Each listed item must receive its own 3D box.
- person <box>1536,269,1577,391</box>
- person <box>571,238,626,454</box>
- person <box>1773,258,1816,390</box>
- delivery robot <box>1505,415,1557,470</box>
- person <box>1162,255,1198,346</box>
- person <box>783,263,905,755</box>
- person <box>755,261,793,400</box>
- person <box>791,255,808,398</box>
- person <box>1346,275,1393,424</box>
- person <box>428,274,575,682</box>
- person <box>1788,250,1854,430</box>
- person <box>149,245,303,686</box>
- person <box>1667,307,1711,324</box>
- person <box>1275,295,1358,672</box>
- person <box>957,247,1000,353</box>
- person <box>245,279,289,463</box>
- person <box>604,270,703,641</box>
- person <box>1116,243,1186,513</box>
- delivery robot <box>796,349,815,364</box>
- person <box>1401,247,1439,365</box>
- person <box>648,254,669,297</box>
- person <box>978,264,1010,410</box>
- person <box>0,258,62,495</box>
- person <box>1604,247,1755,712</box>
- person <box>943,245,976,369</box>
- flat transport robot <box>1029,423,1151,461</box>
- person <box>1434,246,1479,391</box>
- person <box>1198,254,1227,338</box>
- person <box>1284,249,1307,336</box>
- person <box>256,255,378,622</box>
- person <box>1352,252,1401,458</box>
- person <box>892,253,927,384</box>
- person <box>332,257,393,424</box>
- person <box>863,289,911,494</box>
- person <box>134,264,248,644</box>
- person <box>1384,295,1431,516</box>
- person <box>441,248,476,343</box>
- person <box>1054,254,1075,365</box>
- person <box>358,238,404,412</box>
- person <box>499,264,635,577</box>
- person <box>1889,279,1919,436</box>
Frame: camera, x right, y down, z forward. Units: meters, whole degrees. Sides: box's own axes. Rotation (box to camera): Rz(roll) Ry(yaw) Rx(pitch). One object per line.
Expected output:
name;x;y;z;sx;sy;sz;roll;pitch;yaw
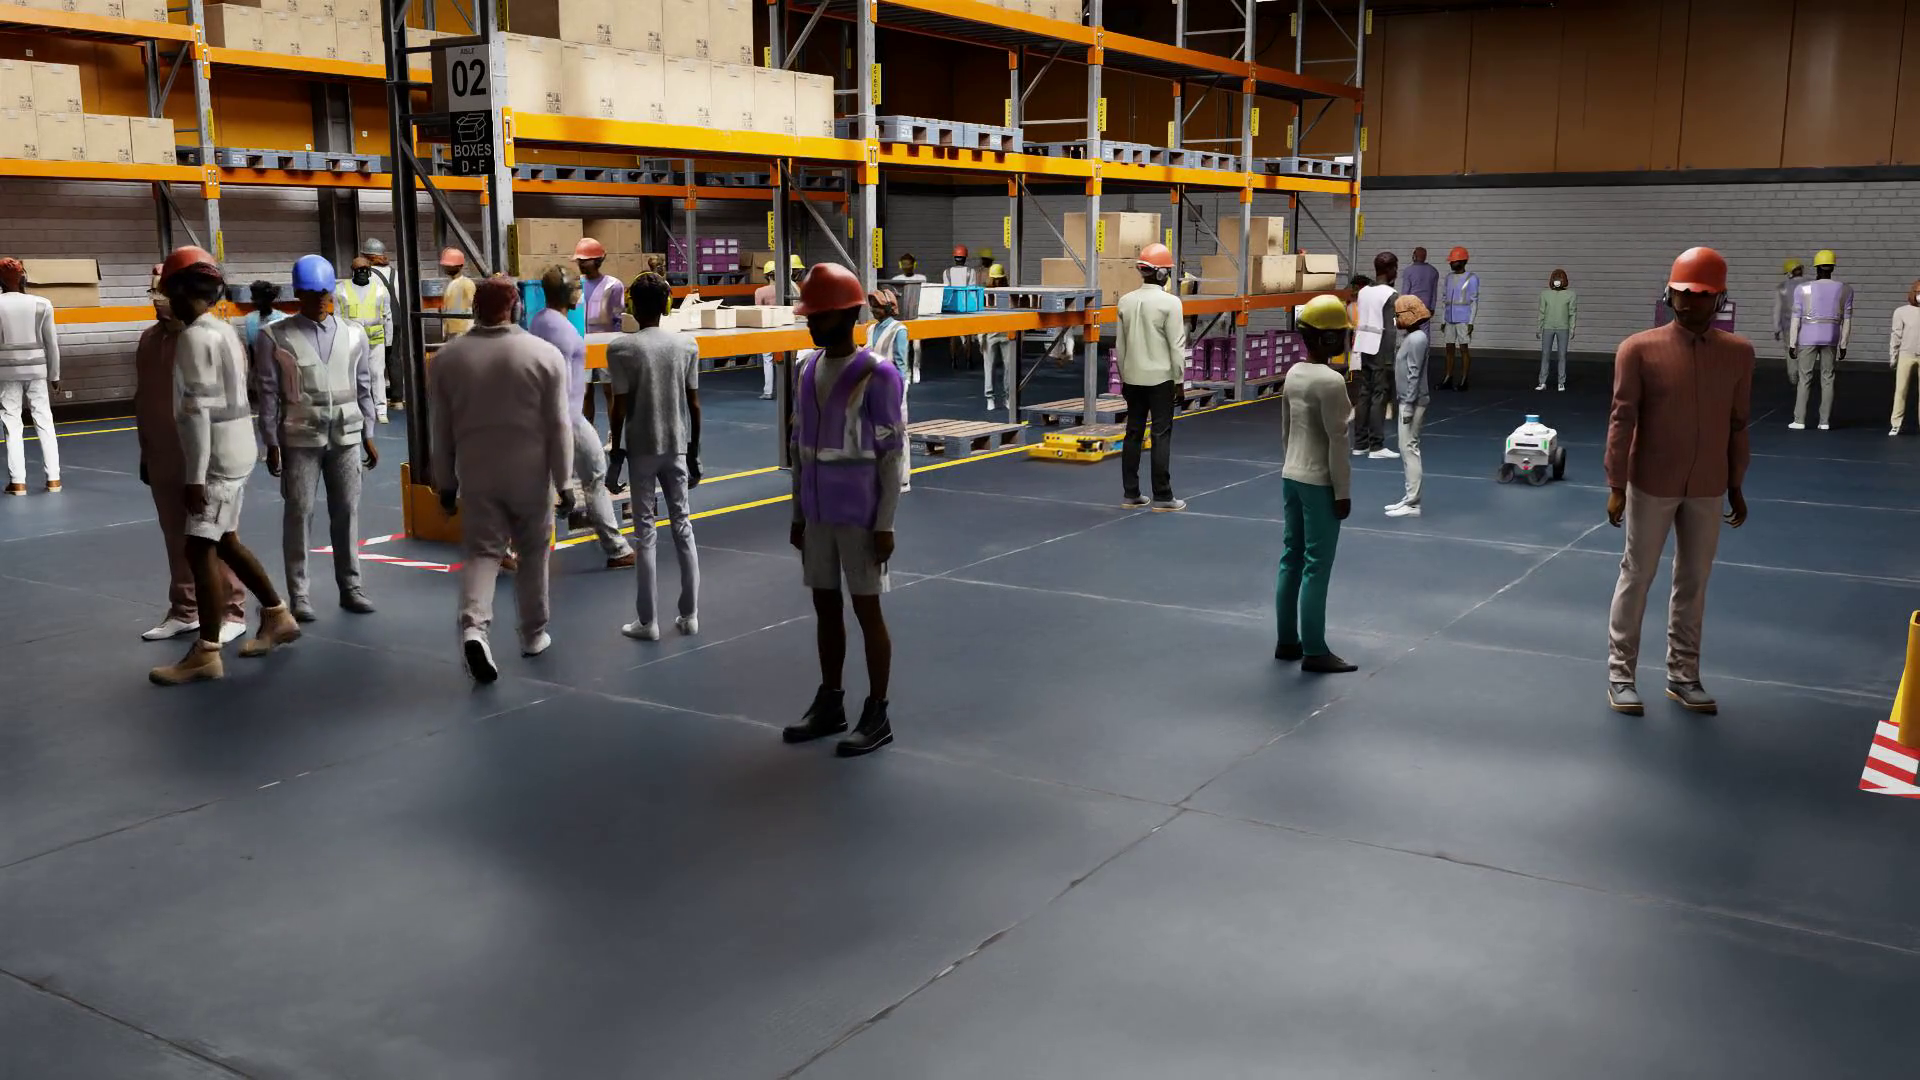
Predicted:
person;8.023;-2.821;22.391;0.508;1.632;0.271;5;11;27
person;-3.454;-1.823;15.735;0.610;2.040;0.394;3;11;18
person;11.240;-2.885;22.320;0.630;1.786;0.616;5;12;28
delivery robot;4.792;-0.804;13.945;0.477;0.478;0.707;5;11;24
person;3.002;-3.053;23.131;0.625;1.836;0.428;0;10;1
person;-0.483;-0.115;6.559;0.551;1.932;0.378;8;13;39
person;-2.372;-2.663;21.185;0.520;1.759;0.348;-6;12;-30
person;-2.165;-2.762;21.510;0.404;1.834;0.591;1;10;5
person;4.586;-2.125;18.514;0.617;1.644;0.863;8;13;39
person;-2.142;-0.302;7.784;0.656;1.870;0.894;-1;10;-5
person;9.170;-2.127;17.766;0.588;1.919;0.402;2;11;13
person;-3.459;-0.355;7.731;0.608;2.010;0.715;-3;11;-19
person;9.456;-2.816;21.596;0.860;1.914;0.644;-6;12;-31
person;1.690;-0.265;7.856;0.305;1.771;0.525;-3;11;-17
person;0.364;-4.268;29.685;0.686;1.897;0.600;-3;11;-14
person;-6.248;-1.571;15.337;0.544;1.669;0.657;3;11;19
person;-1.556;-0.423;8.445;0.520;1.873;0.328;-6;12;-32
person;1.435;-1.201;12.413;0.612;1.995;0.382;10;14;43
delivery robot;-2.193;-2.560;23.675;0.707;0.478;0.477;4;11;22
person;7.376;-3.763;26.852;0.654;1.906;0.408;-3;11;-17
person;-3.792;-2.649;20.848;0.516;1.843;0.326;8;13;37
person;0.453;-2.413;19.843;0.500;1.735;0.324;-3;11;-16
person;-7.486;-1.297;13.252;0.581;1.882;0.339;-9;14;-41
person;3.068;-0.241;7.100;0.622;1.990;0.389;-1;10;-3
person;0.010;-3.647;26.120;0.542;1.939;0.361;2;10;11
flat transport robot;1.290;-0.939;15.740;0.652;0.197;1.431;6;12;32
person;6.679;-2.962;22.336;0.376;1.934;0.547;-7;12;-34
person;3.762;-3.366;24.920;0.535;1.818;0.599;-7;12;-35
person;5.318;-3.654;26.333;0.348;1.879;0.578;10;14;43
person;-3.422;-0.544;8.908;0.615;1.943;0.409;-9;13;-40
person;3.890;-1.718;15.512;0.396;1.911;0.612;-3;11;-17
person;-0.689;-3.092;23.314;0.584;1.842;0.531;0;10;2
person;-6.563;-2.183;18.315;0.624;1.837;0.429;-4;11;-21
person;-0.586;-1.180;13.301;0.311;1.634;0.514;-8;13;-38
person;-3.879;-0.423;8.347;0.639;1.910;0.407;4;11;19
person;3.302;-0.988;12.264;0.294;1.623;0.508;2;10;9
person;-5.955;-2.481;19.788;0.562;1.932;0.457;8;13;38
person;1.734;-3.800;27.134;0.697;1.892;0.855;0;10;1
person;-6.916;-2.539;19.696;0.539;2.000;0.688;5;12;27
person;-2.430;-0.708;9.999;1.046;1.896;0.634;-6;12;-31
person;9.856;-1.866;17.132;0.501;1.626;0.283;5;11;26
